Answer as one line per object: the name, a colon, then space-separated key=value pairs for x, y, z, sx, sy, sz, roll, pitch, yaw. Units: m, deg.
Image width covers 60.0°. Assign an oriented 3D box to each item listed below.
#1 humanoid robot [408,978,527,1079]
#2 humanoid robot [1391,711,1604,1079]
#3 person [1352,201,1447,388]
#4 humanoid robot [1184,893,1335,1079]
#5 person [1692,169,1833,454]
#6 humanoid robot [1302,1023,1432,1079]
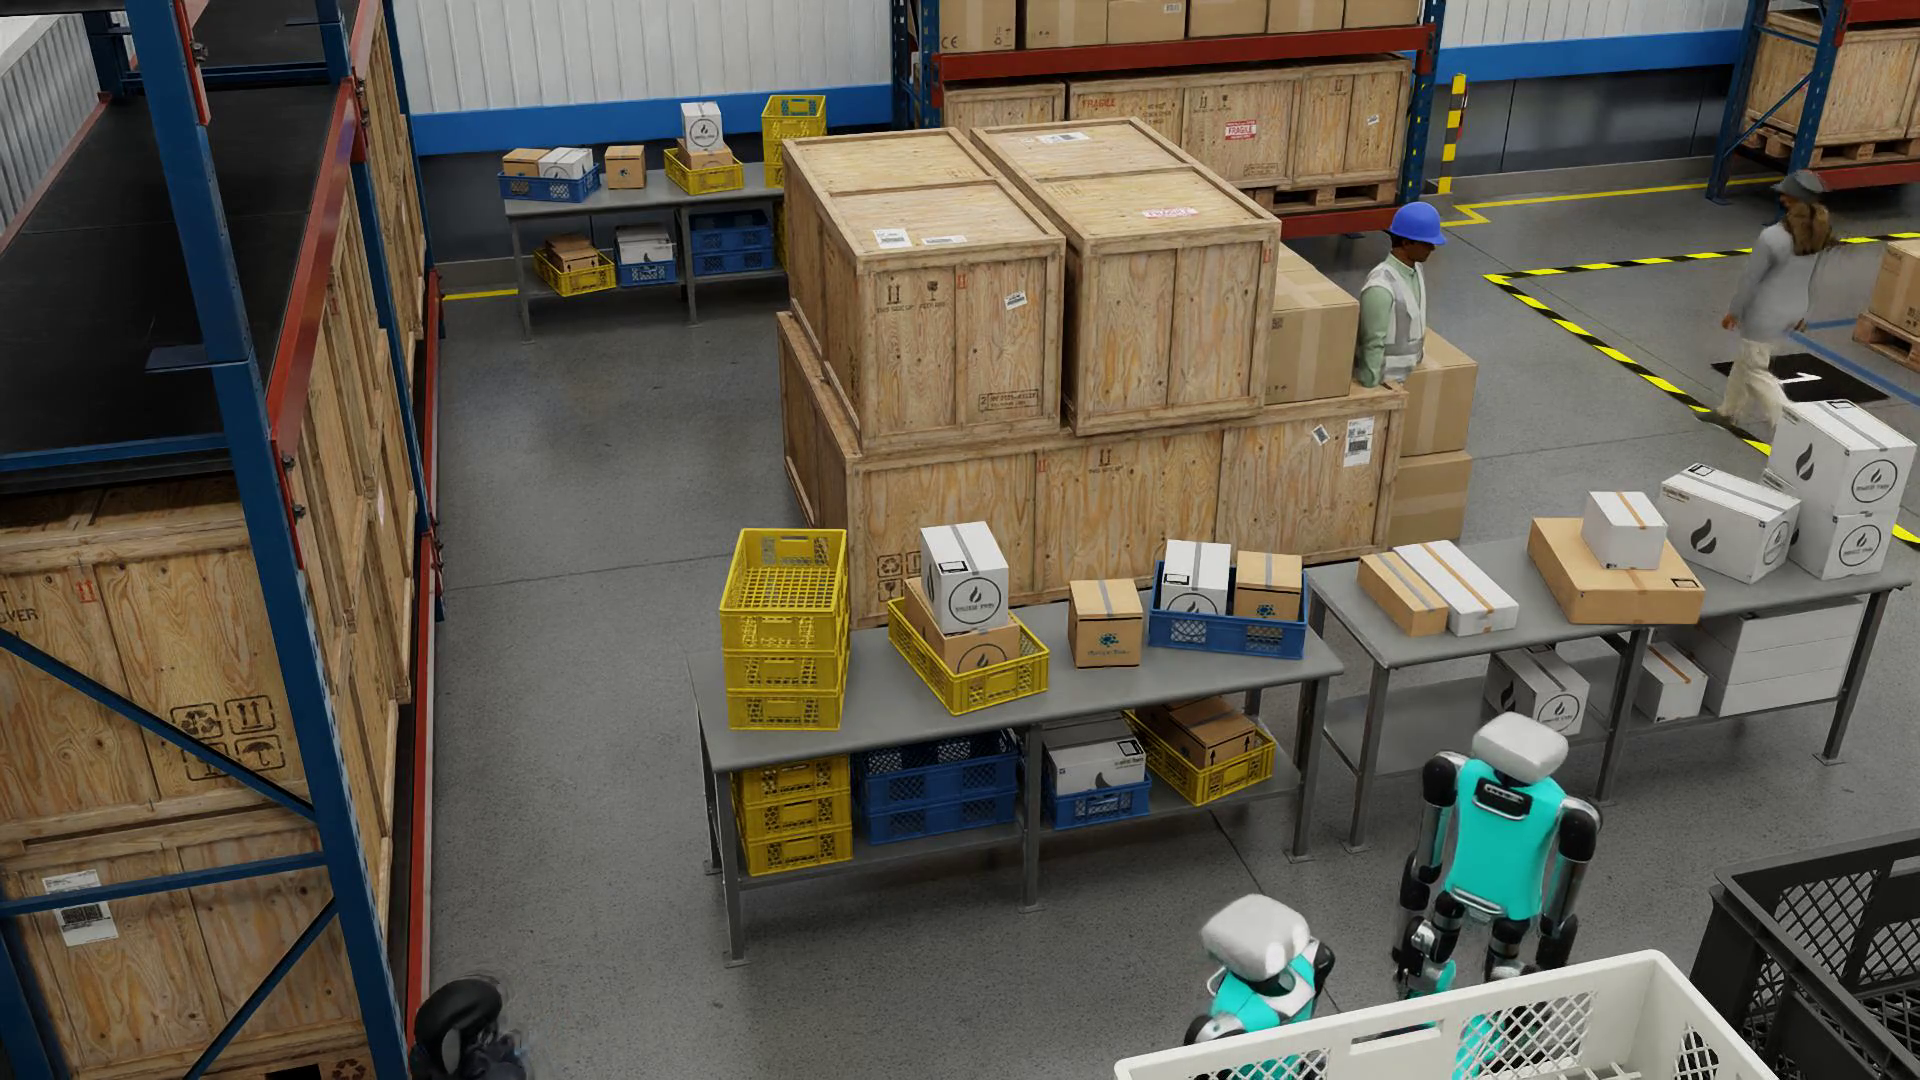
humanoid robot: x=-1.215 y=1.836 z=4.327 sx=0.591 sy=1.653 sz=0.406 roll=20 pitch=35 yaw=32
humanoid robot: x=1.464 y=1.423 z=5.022 sx=0.541 sy=1.775 sz=0.852 roll=21 pitch=35 yaw=33
person: x=2.314 y=-0.886 z=9.000 sx=0.411 sy=1.939 sz=0.602 roll=18 pitch=34 yaw=29
humanoid robot: x=0.583 y=1.658 z=4.590 sx=0.678 sy=1.813 sz=0.540 roll=24 pitch=37 yaw=36
person: x=4.970 y=-1.373 z=10.079 sx=0.571 sy=1.740 sz=0.798 roll=-18 pitch=34 yaw=-29
humanoid robot: x=1.001 y=1.858 z=4.287 sx=0.328 sy=1.647 sz=0.612 roll=-25 pitch=37 yaw=-38
